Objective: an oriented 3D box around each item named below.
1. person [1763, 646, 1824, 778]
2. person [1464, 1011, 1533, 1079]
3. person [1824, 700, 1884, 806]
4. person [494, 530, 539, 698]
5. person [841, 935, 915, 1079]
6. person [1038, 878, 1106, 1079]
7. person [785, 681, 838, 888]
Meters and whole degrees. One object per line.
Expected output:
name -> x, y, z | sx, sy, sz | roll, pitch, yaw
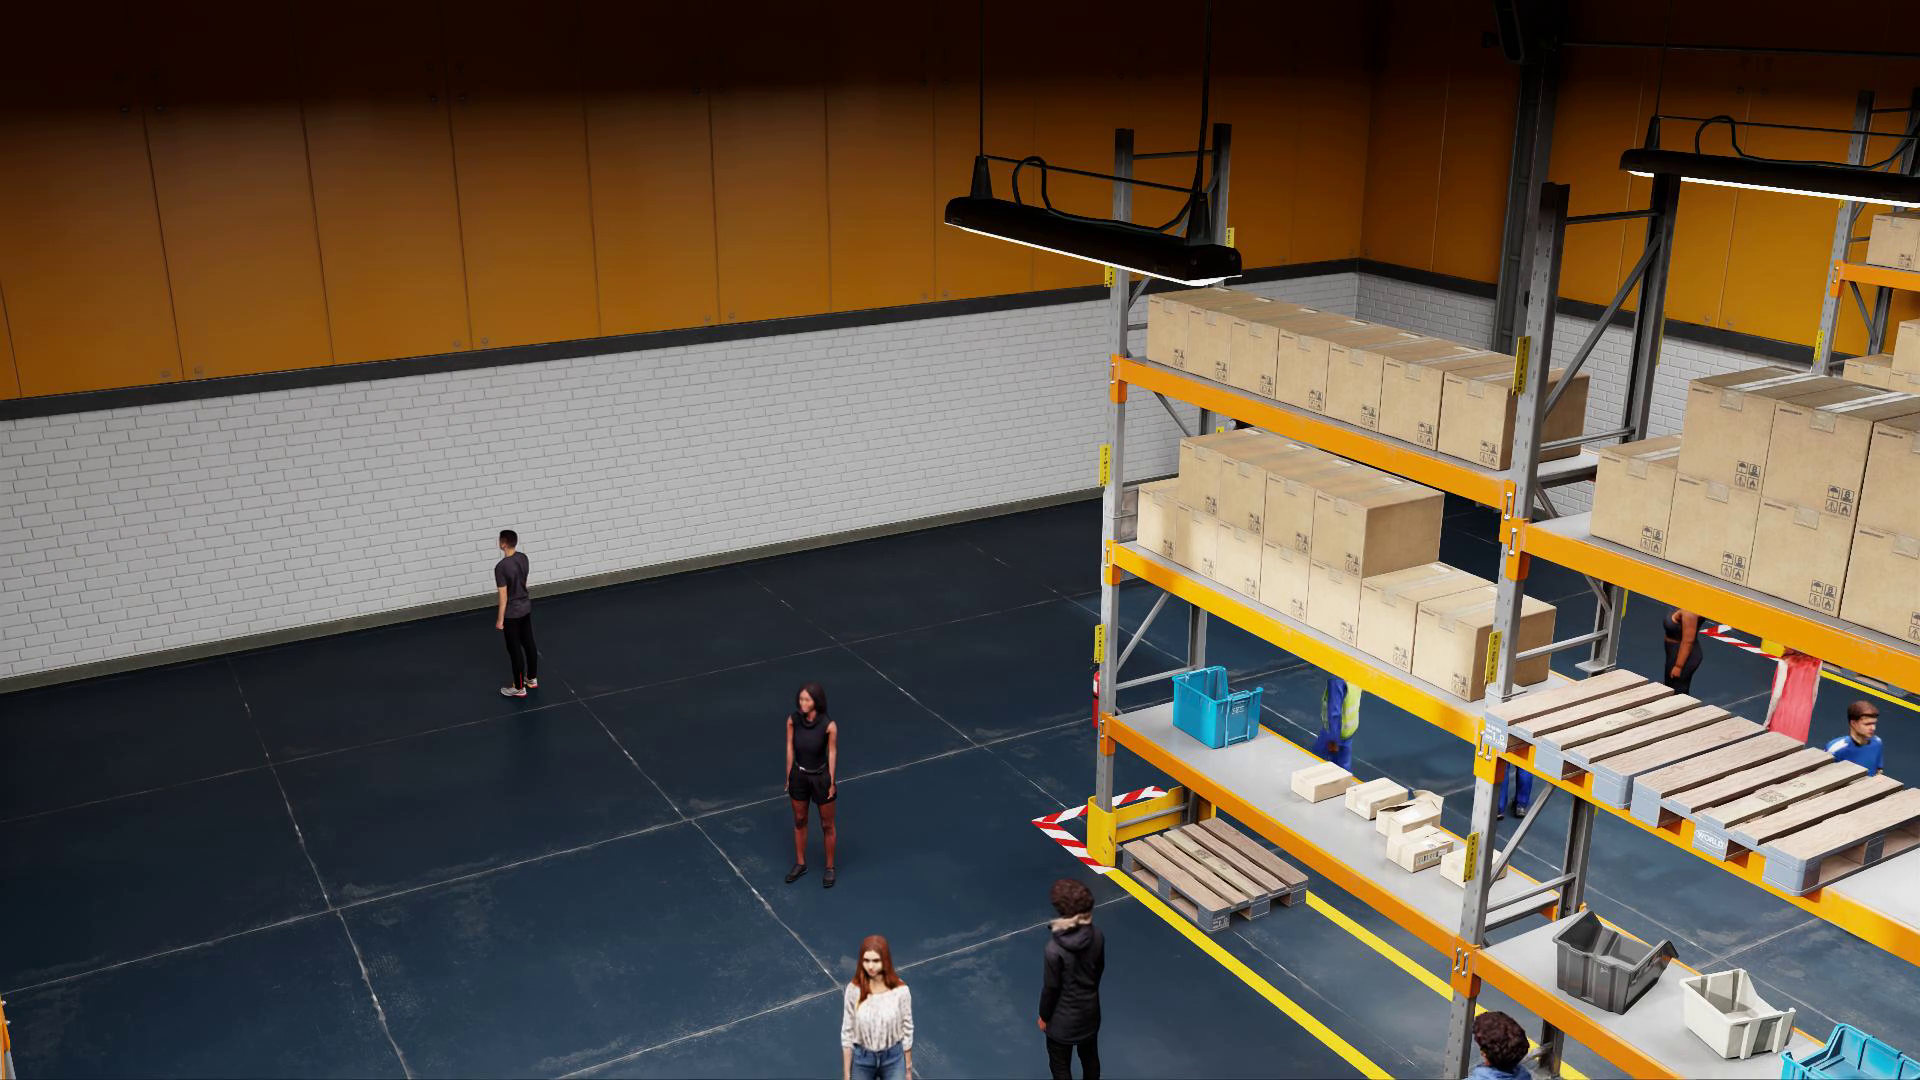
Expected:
person -> 7.268, 1.558, 14.550 | 0.654, 1.826, 0.625 | -3, 19, -9
person -> 2.896, 3.433, 9.056 | 0.713, 1.779, 1.118 | -9, 21, -25
person -> 6.859, 2.079, 12.990 | 0.741, 1.835, 1.228 | -8, 20, -23
person -> -4.571, 0.737, 17.085 | 0.753, 1.764, 0.718 | 7, 20, 19
person -> -0.494, 3.139, 10.008 | 0.651, 1.728, 0.660 | 1, 19, 2
person -> 0.715, 2.951, 10.494 | 0.631, 1.776, 0.610 | -12, 22, -32
person -> -1.196, 1.963, 13.482 | 0.664, 1.741, 0.724 | 5, 19, 14
